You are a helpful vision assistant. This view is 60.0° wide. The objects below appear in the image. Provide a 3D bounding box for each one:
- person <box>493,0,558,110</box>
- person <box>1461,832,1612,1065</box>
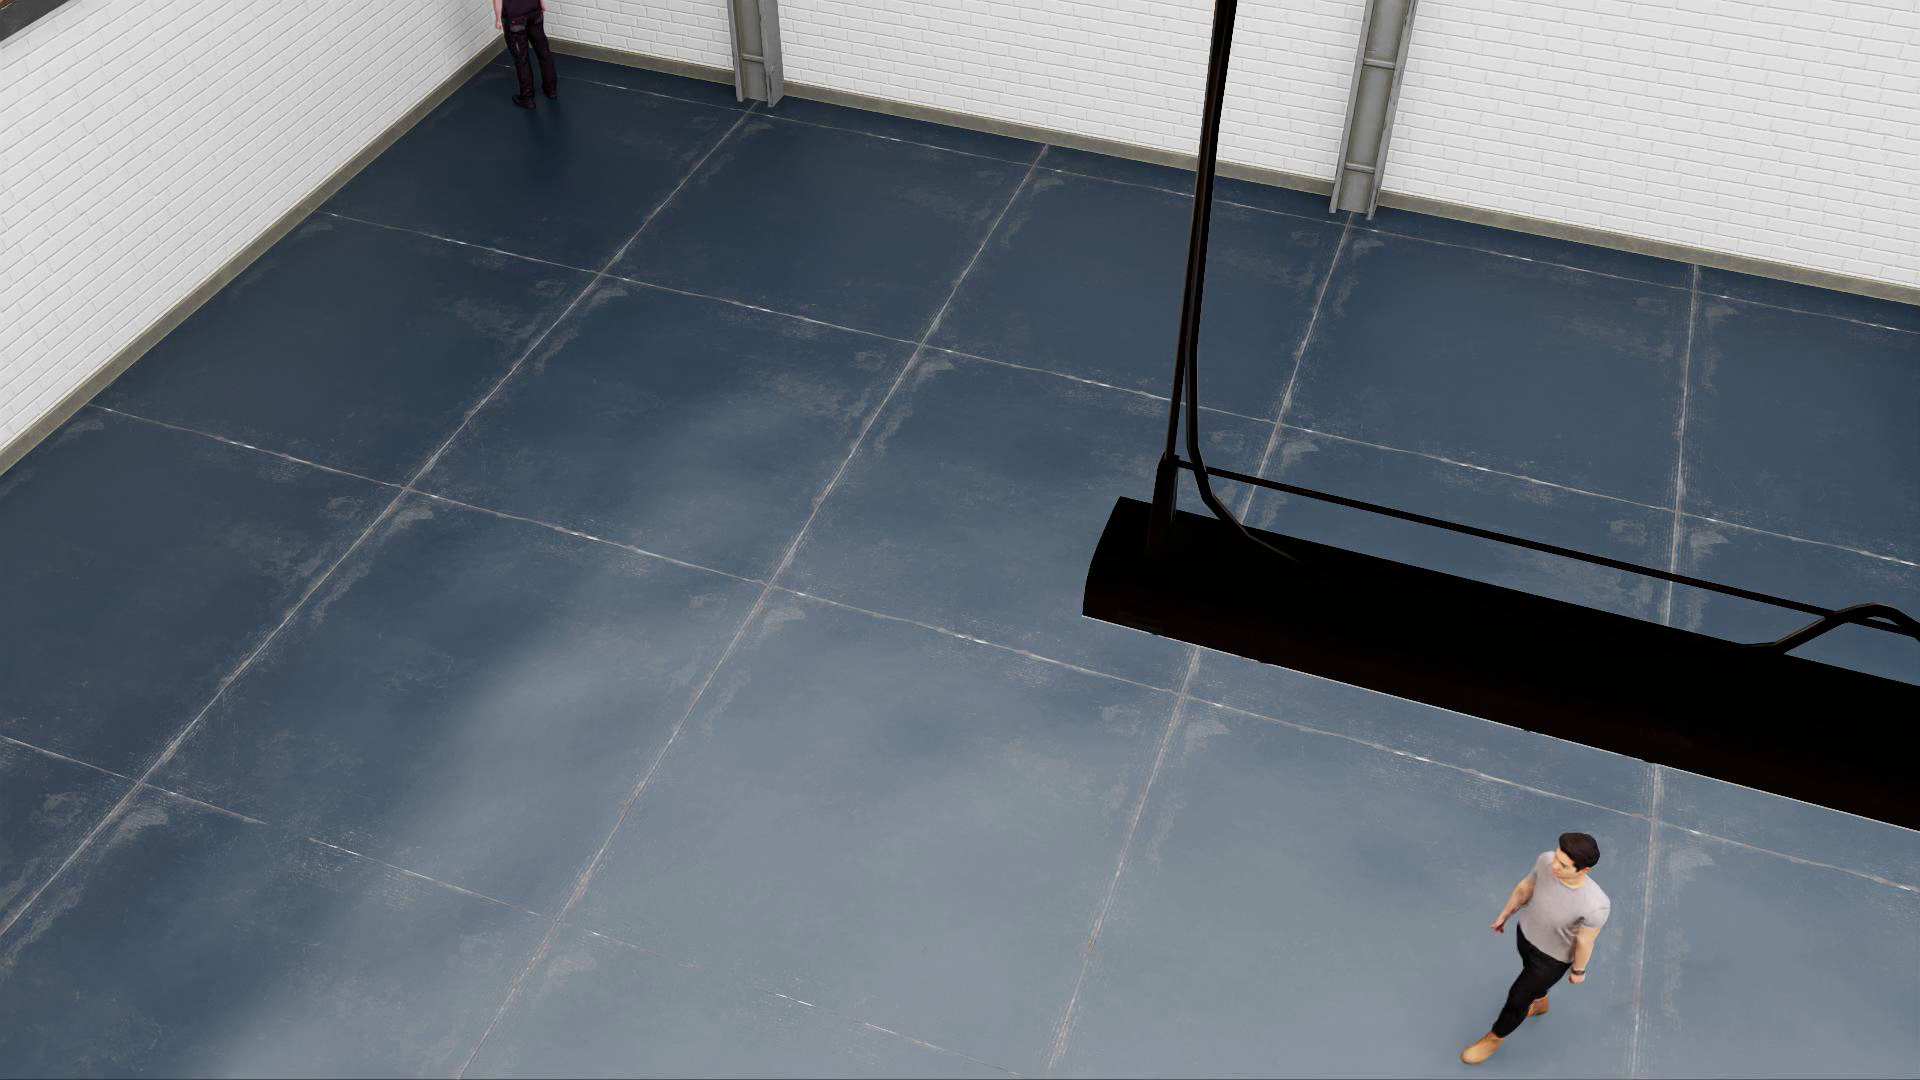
[{"bbox_3d":[-4.247,-5.103,16.121,0.792,1.846,0.761,-34,53,-31],"label":"person"},{"bbox_3d":[3.145,2.070,8.699,1.011,1.698,0.930,-14,45,-15],"label":"person"}]
